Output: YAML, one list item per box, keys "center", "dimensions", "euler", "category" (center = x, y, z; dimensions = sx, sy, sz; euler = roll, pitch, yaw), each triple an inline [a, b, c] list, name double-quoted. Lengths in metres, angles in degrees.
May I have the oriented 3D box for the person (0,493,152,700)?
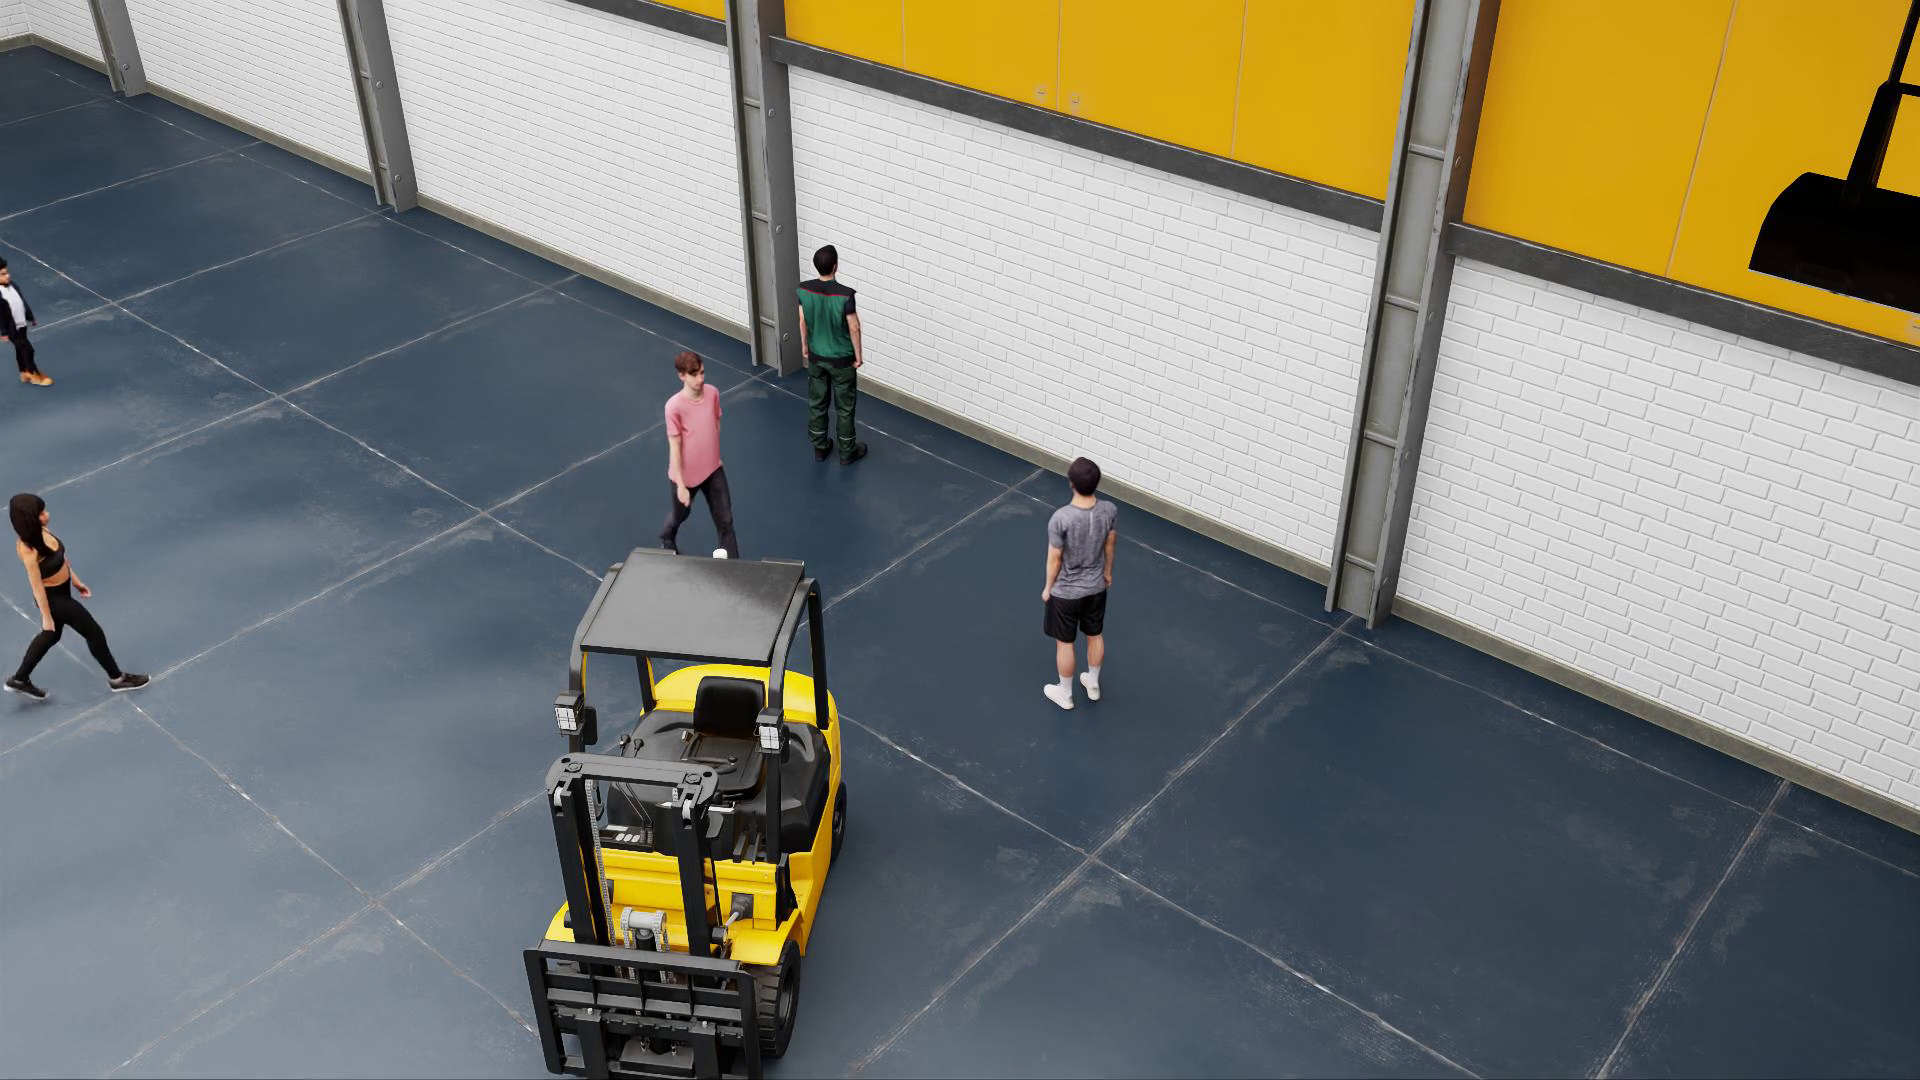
- center: [-6.010, 0.407, 10.887]
  dimensions: [0.957, 1.603, 1.103]
  euler: [-13, 36, -18]
  category: "person"

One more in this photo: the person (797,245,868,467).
- center: [-1.043, -1.502, 13.489]
  dimensions: [0.638, 1.901, 0.811]
  euler: [12, 35, 17]
  category: "person"

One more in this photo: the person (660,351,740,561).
- center: [-1.961, -0.509, 11.991]
  dimensions: [0.734, 1.906, 1.259]
  euler: [-27, 42, -34]
  category: "person"

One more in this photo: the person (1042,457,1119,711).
- center: [0.781, 0.292, 10.815]
  dimensions: [0.736, 1.873, 0.719]
  euler: [-14, 36, -20]
  category: "person"

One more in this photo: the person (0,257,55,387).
- center: [-8.458, -1.942, 14.770]
  dimensions: [0.698, 1.216, 0.638]
  euler: [2, 34, 3]
  category: "person"
